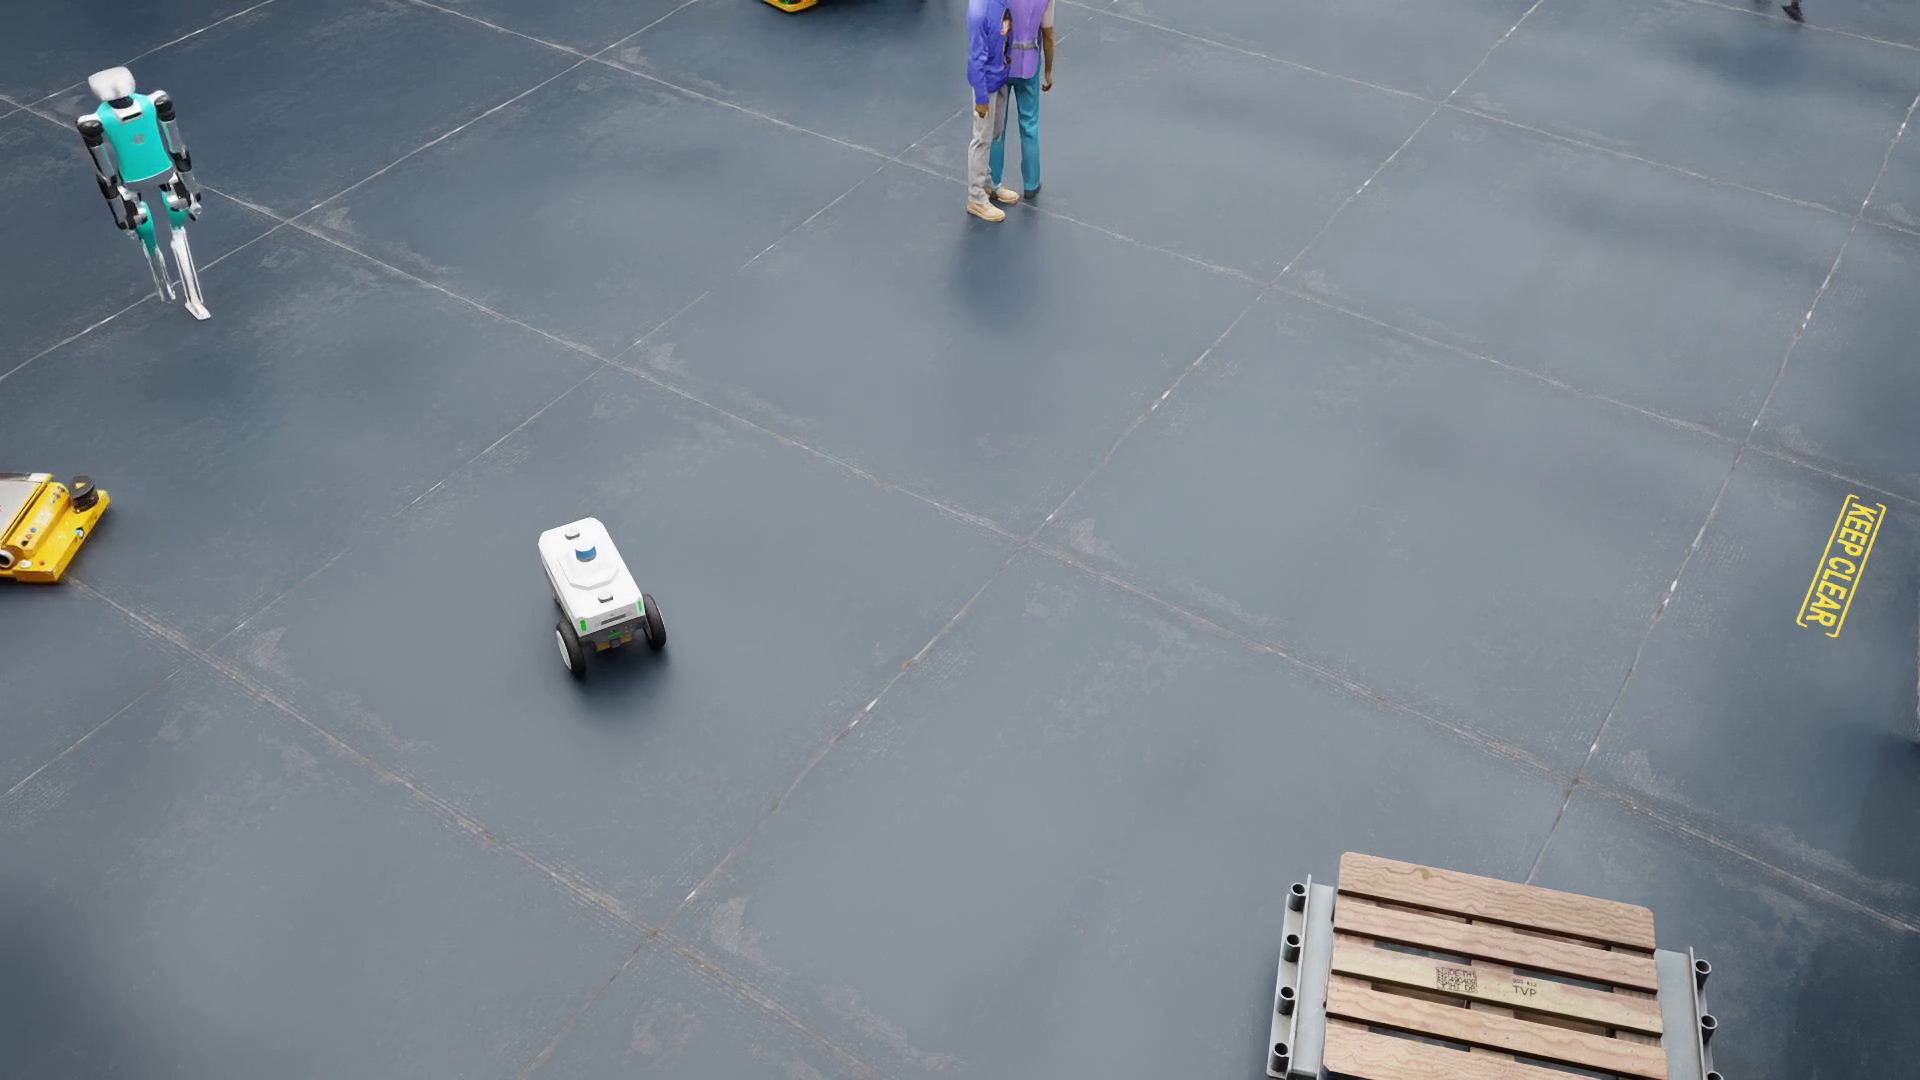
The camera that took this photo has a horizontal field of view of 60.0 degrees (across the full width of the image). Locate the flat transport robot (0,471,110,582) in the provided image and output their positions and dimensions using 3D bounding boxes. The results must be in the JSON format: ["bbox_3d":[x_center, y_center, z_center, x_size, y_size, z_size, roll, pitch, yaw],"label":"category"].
[{"bbox_3d":[-5.396,-0.082,8.871,1.431,0.231,0.659,2,42,2],"label":"flat transport robot"}]

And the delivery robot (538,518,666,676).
[{"bbox_3d":[-1.828,0.239,8.287,0.499,0.581,0.774,-19,45,-20],"label":"delivery robot"}]

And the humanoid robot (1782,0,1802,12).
[{"bbox_3d":[6.872,-5.173,13.553,0.608,1.632,0.788,1,42,1],"label":"humanoid robot"}]

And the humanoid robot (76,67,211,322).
[{"bbox_3d":[-4.913,-2.046,10.025,0.535,1.866,0.848,-31,50,-30],"label":"humanoid robot"}]

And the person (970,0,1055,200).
[{"bbox_3d":[0.344,-3.118,11.092,0.563,1.837,0.388,0,42,0],"label":"person"}]

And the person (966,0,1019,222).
[{"bbox_3d":[0.224,-3.016,10.952,0.345,1.871,0.470,17,44,18],"label":"person"}]

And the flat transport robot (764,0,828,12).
[{"bbox_3d":[-1.134,-4.905,14.268,0.659,0.231,1.431,34,52,32],"label":"flat transport robot"}]
